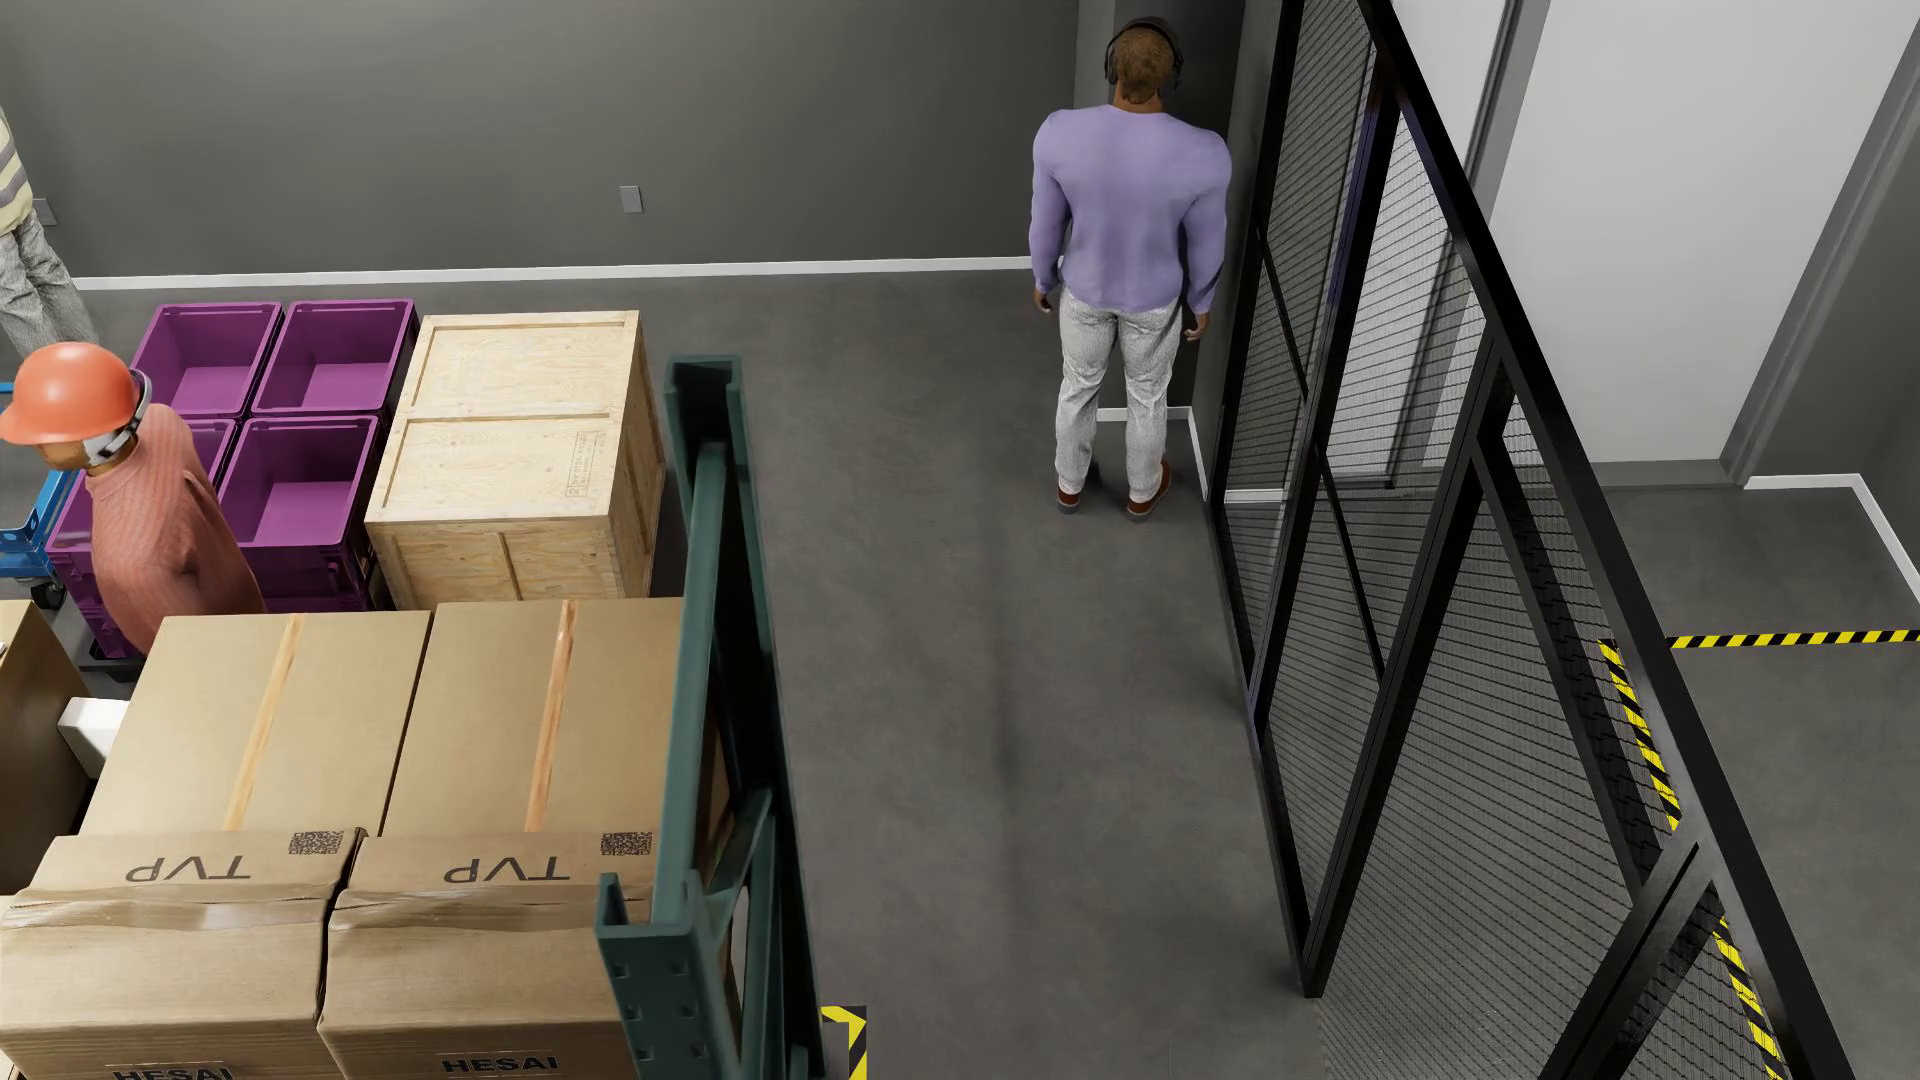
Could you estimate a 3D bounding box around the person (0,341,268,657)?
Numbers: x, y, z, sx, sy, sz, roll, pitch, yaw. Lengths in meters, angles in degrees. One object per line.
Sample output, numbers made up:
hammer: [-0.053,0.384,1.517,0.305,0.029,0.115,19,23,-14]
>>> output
person: [-2.038,0.258,4.471,0.373,1.997,0.610,-12,47,-11]

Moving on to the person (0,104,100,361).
person: [-3.536,-1.192,5.969,0.404,1.831,0.590,0,46,0]

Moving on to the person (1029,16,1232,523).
person: [0.545,-0.841,5.559,0.636,1.938,0.355,10,47,9]
